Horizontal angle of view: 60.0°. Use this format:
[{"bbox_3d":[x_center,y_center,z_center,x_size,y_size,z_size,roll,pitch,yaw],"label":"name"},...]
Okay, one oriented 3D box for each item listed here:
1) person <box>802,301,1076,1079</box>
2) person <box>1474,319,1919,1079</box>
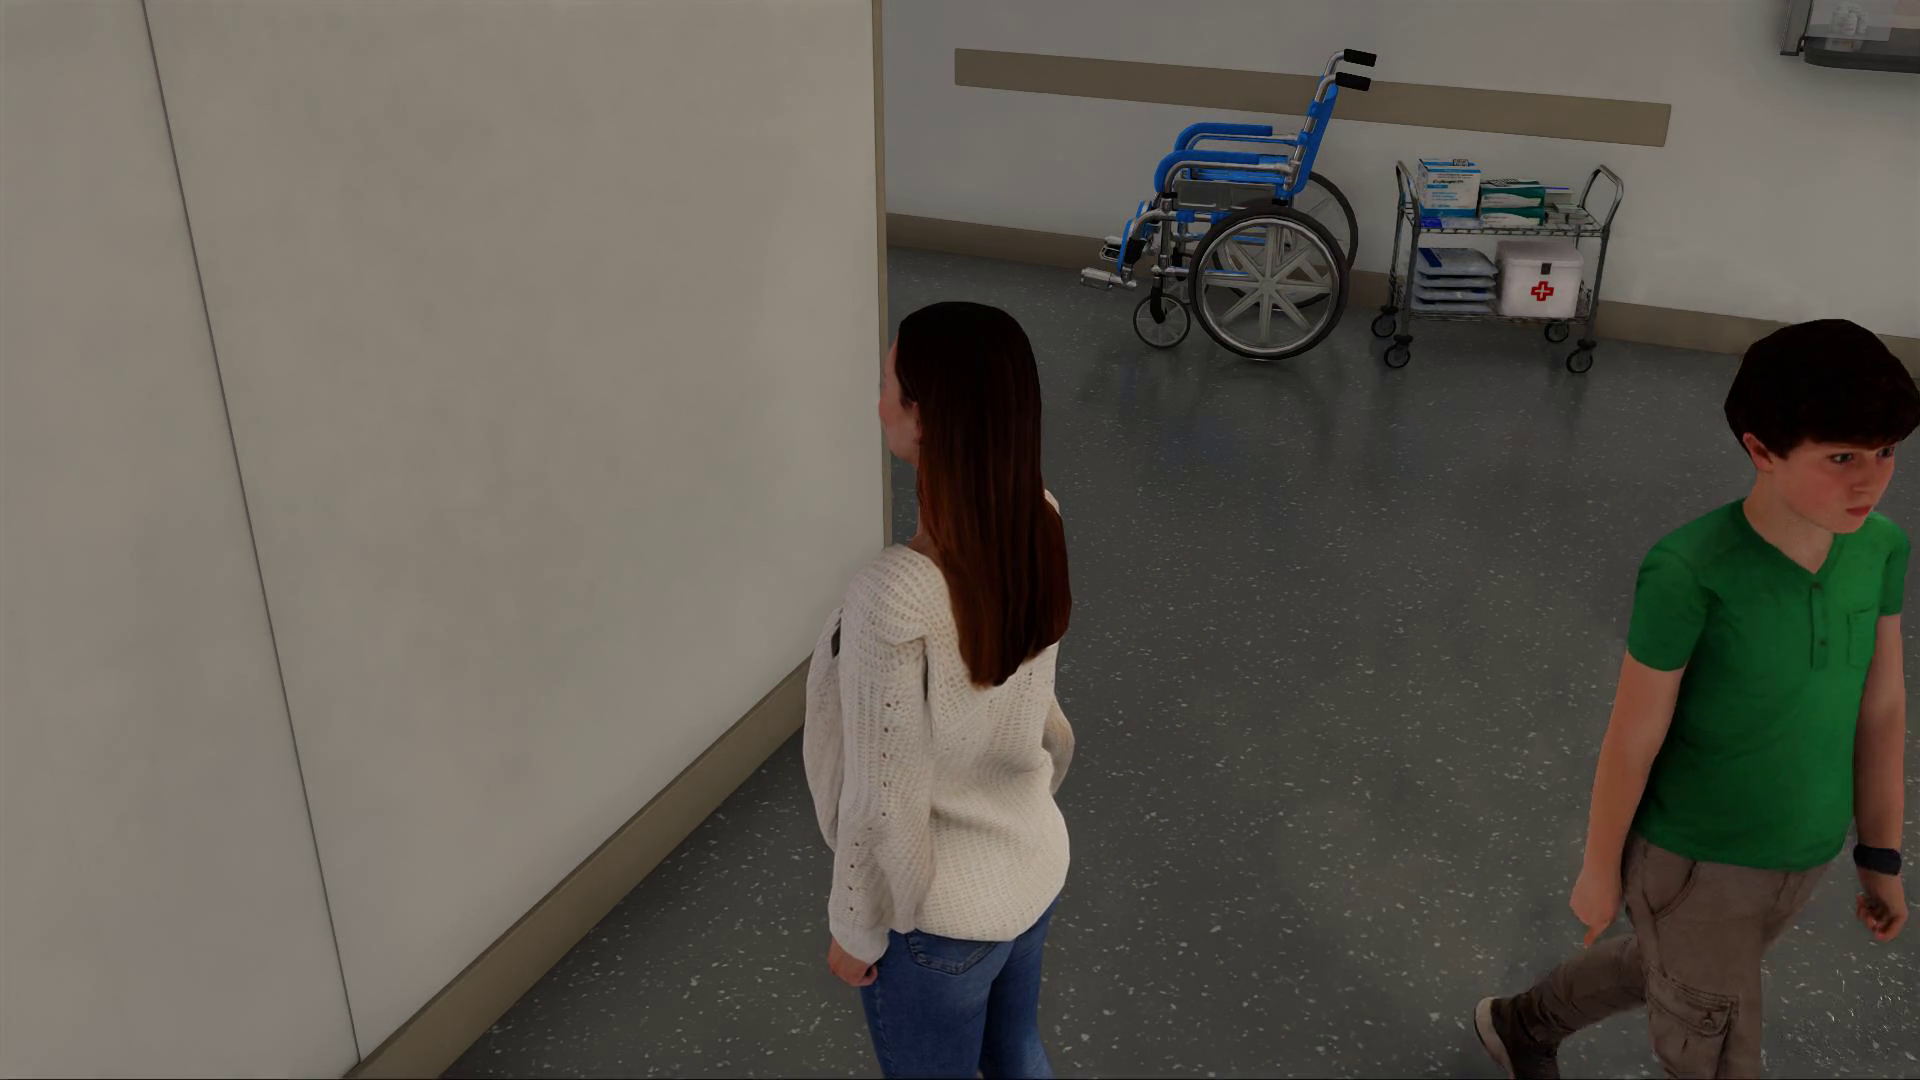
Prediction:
[{"bbox_3d":[0.001,0.477,2.367,0.707,1.692,0.530,16,30,30],"label":"person"},{"bbox_3d":[1.104,0.428,2.543,1.066,1.627,1.123,-9,27,-18],"label":"person"}]
